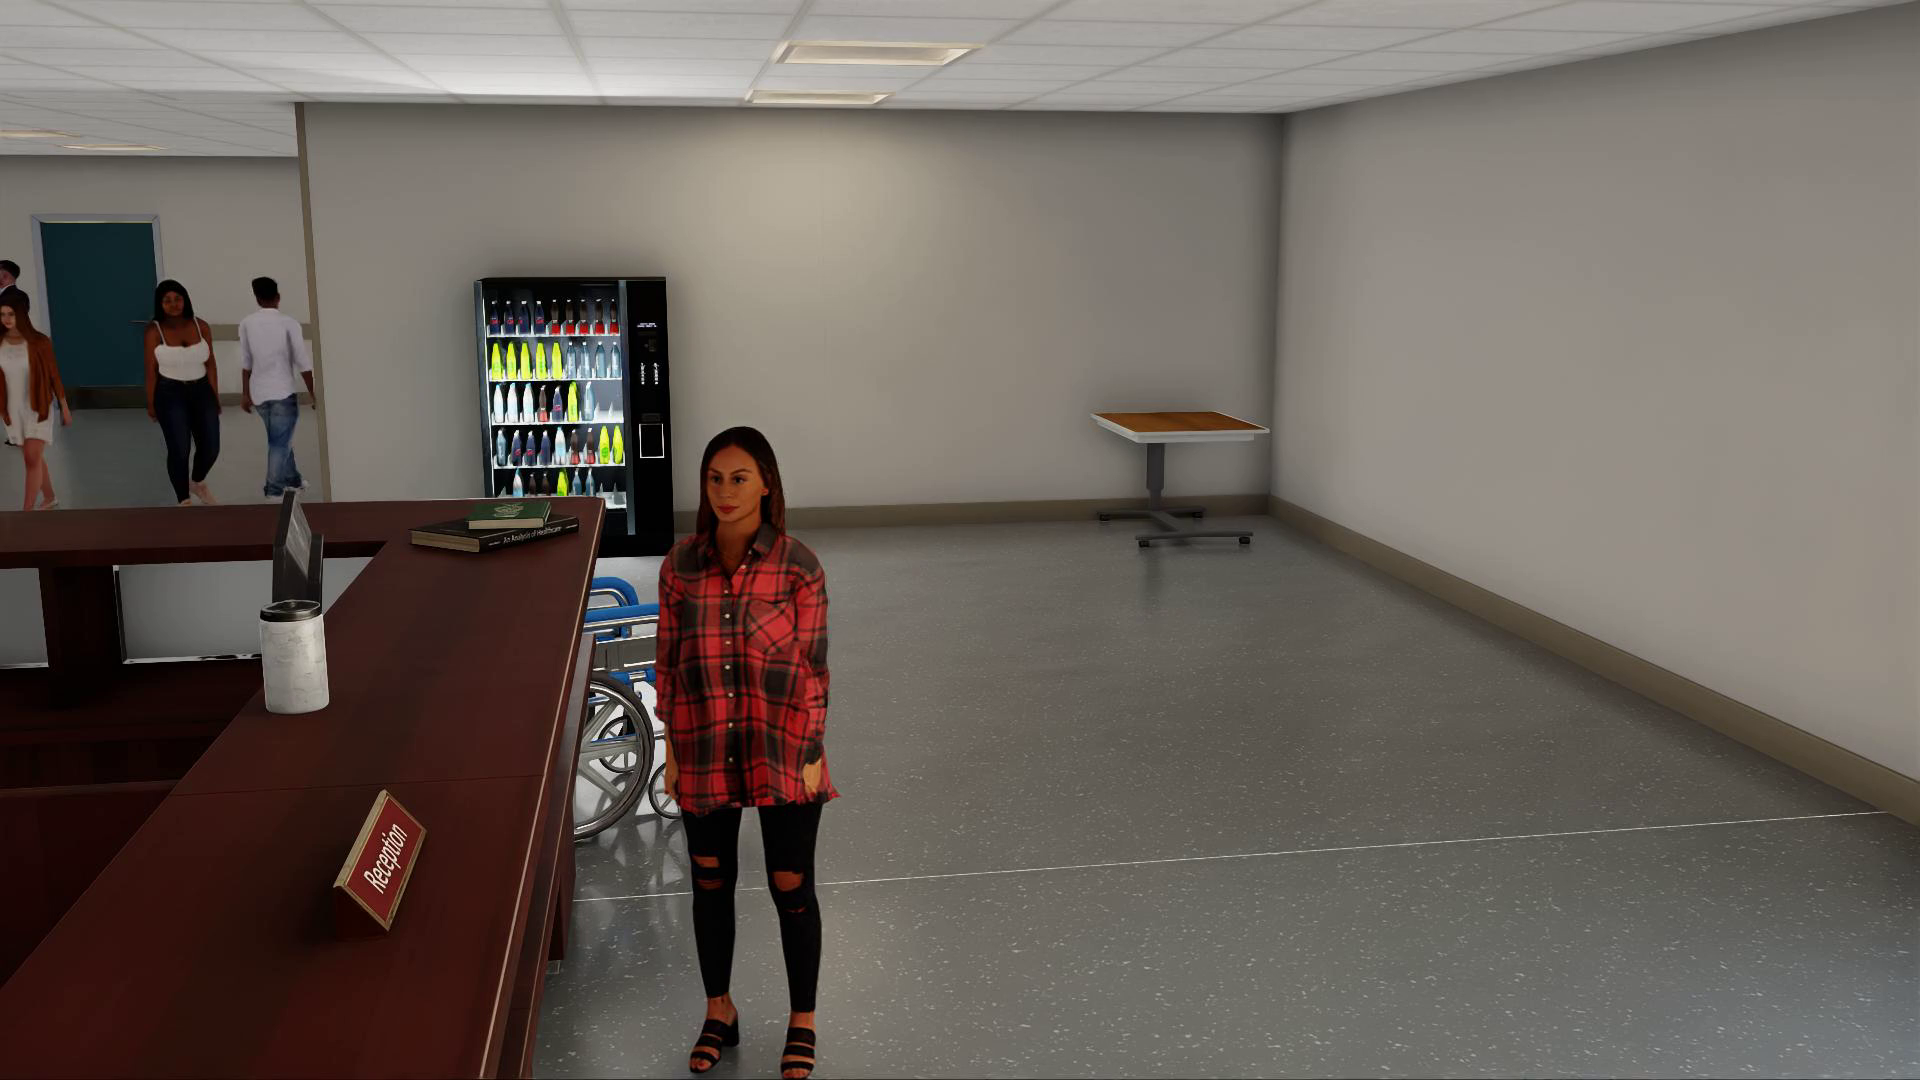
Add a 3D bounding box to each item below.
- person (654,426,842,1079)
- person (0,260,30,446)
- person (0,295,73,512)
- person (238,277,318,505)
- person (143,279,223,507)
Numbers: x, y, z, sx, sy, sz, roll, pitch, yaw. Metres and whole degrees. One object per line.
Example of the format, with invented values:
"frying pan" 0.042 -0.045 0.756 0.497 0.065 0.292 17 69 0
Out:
"person" -0.540 0.551 4.264 0.603 1.699 0.745 2 11 10
"person" -9.498 -1.893 16.752 0.600 1.844 0.682 -4 11 -18
"person" -6.800 -0.932 12.185 1.093 1.659 0.811 -1 11 -3
"person" -5.389 -1.127 12.927 0.999 1.766 0.957 2 11 10
"person" -5.808 -1.038 12.417 0.971 1.781 0.960 -9 14 -40
